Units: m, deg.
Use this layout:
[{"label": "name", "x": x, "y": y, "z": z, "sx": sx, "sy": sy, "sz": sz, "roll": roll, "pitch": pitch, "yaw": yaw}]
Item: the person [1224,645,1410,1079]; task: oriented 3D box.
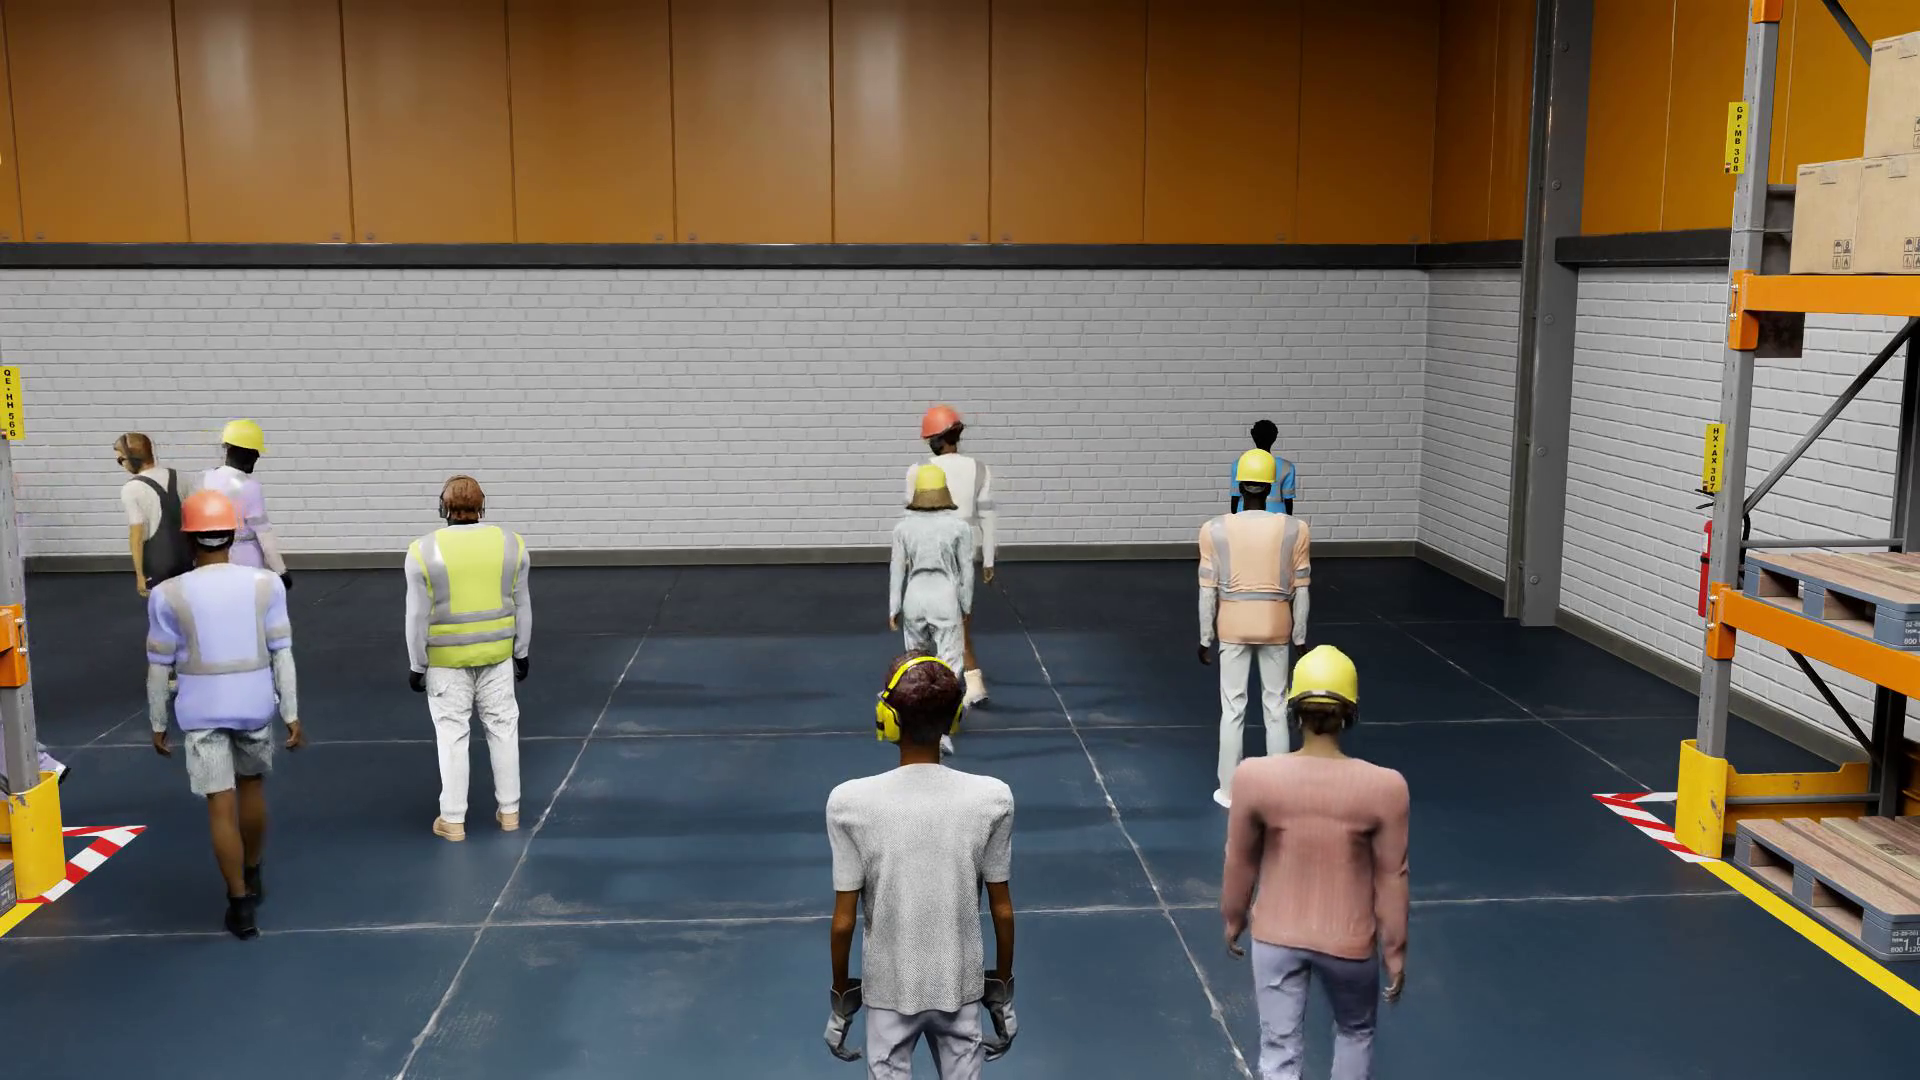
[{"label": "person", "x": 1.073, "y": 1.170, "z": 5.026, "sx": 0.549, "sy": 1.747, "sz": 0.644, "roll": 3, "pitch": 9, "yaw": 17}]

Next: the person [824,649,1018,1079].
[{"label": "person", "x": -0.102, "y": 1.207, "z": 4.402, "sx": 0.518, "sy": 1.877, "sz": 0.326, "roll": -1, "pitch": 9, "yaw": -8}]

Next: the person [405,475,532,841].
[{"label": "person", "x": -2.476, "y": 0.588, "z": 8.389, "sx": 0.635, "sy": 1.842, "sz": 0.429, "roll": -6, "pitch": 11, "yaw": -32}]

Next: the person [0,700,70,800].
[{"label": "person", "x": -4.875, "y": 0.570, "z": 8.323, "sx": 0.515, "sy": 1.894, "sz": 0.663, "roll": -5, "pitch": 10, "yaw": -30}]

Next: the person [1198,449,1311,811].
[{"label": "person", "x": 1.546, "y": 0.482, "z": 8.786, "sx": 0.585, "sy": 1.929, "sz": 0.375, "roll": 1, "pitch": 9, "yaw": 7}]

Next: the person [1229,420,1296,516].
[{"label": "person", "x": 2.408, "y": -0.115, "z": 13.283, "sx": 0.530, "sy": 1.689, "sz": 0.321, "roll": 0, "pitch": 9, "yaw": 2}]

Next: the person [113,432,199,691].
[{"label": "person", "x": -5.262, "y": 0.169, "z": 11.143, "sx": 0.700, "sy": 1.802, "sz": 0.593, "roll": 5, "pitch": 10, "yaw": 27}]

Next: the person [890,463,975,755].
[{"label": "person", "x": -0.179, "y": 0.397, "z": 9.978, "sx": 0.512, "sy": 1.725, "sz": 0.651, "roll": 2, "pitch": 9, "yaw": 10}]

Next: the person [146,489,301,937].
[{"label": "person", "x": -3.245, "y": 0.727, "z": 7.288, "sx": 0.578, "sy": 1.908, "sz": 0.808, "roll": -6, "pitch": 11, "yaw": -34}]

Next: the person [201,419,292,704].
[{"label": "person", "x": -4.657, "y": 0.161, "z": 10.869, "sx": 0.599, "sy": 1.903, "sz": 0.442, "roll": 8, "pitch": 12, "yaw": 42}]

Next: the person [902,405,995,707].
[{"label": "person", "x": -0.048, "y": 0.095, "z": 11.109, "sx": 0.597, "sy": 1.988, "sz": 1.112, "roll": -5, "pitch": 10, "yaw": -28}]
